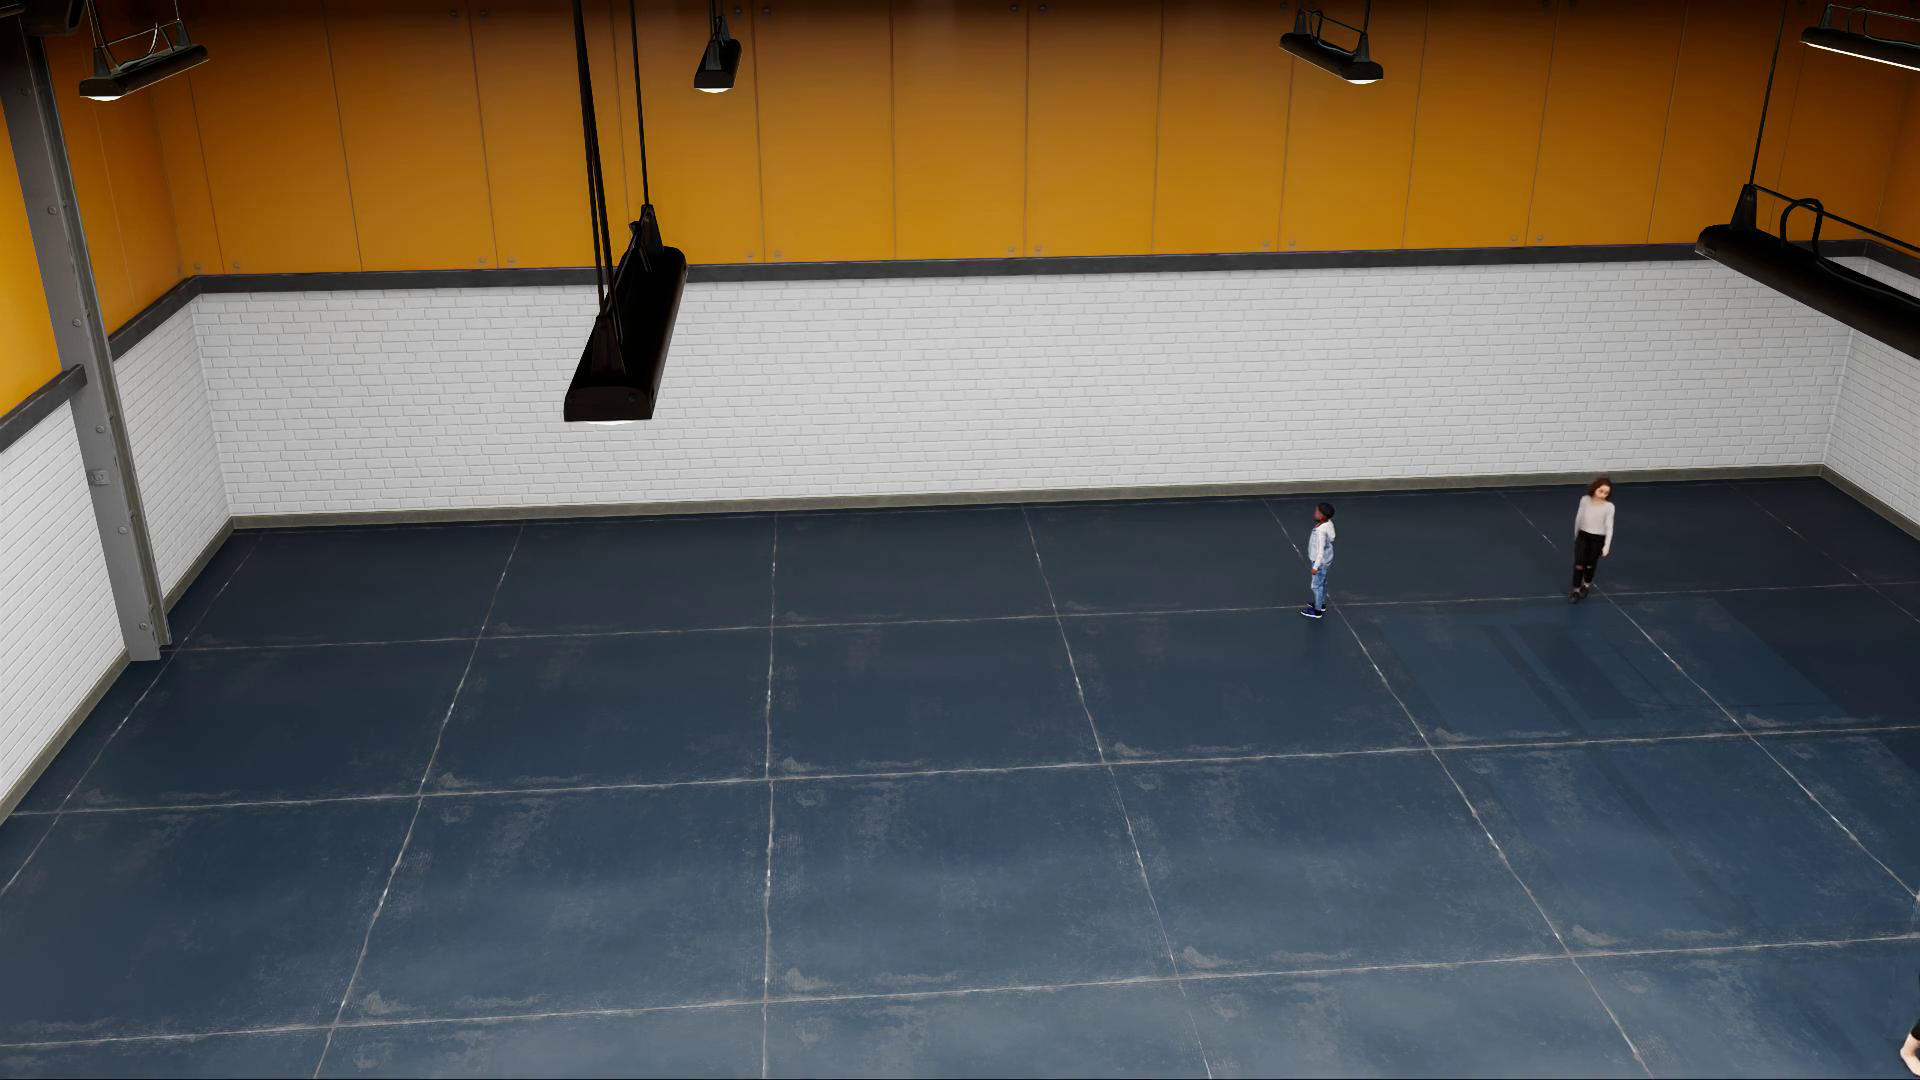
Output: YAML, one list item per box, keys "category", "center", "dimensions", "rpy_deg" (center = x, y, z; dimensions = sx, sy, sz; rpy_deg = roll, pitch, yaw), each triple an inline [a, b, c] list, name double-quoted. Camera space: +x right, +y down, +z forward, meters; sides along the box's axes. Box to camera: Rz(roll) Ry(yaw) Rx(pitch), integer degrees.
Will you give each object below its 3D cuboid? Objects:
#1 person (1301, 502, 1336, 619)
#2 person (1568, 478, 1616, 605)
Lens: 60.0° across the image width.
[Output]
- category: "person"
  center: [3.775, 0.192, 17.399]
  dimensions: [0.628, 1.260, 0.550]
  rpy_deg: [13, 27, 26]
- category: "person"
  center: [6.706, -0.030, 17.672]
  dimensions: [0.758, 1.448, 0.840]
  rpy_deg: [17, 29, 34]
